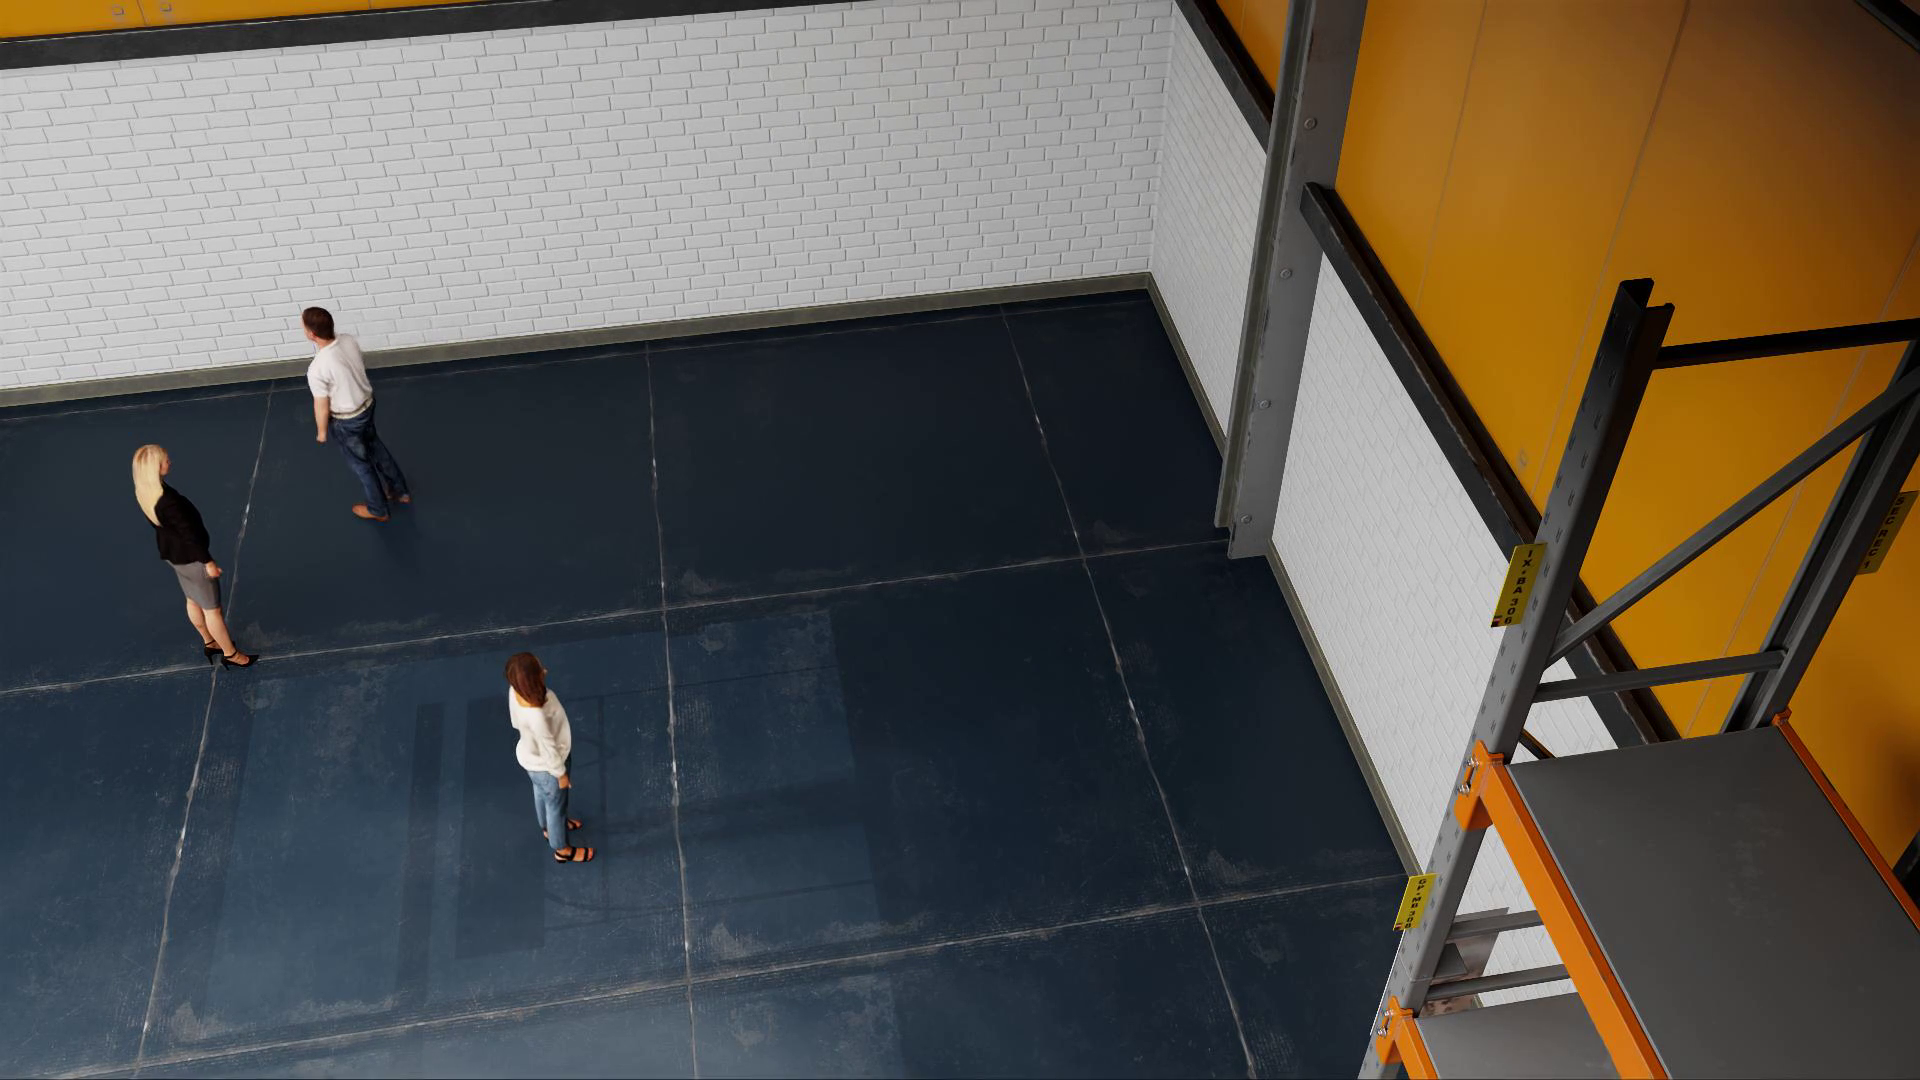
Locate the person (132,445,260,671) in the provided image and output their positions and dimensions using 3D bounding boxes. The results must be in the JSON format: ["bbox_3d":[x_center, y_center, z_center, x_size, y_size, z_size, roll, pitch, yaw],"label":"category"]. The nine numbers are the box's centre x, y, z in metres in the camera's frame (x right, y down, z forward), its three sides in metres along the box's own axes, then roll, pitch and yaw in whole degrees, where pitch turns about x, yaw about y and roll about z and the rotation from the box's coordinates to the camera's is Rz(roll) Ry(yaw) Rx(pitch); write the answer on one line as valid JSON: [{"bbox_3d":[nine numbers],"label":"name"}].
[{"bbox_3d":[-4.936,0.139,10.632,0.686,1.840,0.756,28,50,26],"label":"person"}]

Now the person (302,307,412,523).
[{"bbox_3d":[-4.219,-0.852,11.664,0.849,1.851,0.743,13,45,14],"label":"person"}]

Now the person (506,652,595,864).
[{"bbox_3d":[-2.403,1.245,9.587,0.745,1.682,0.586,-20,47,-20],"label":"person"}]
